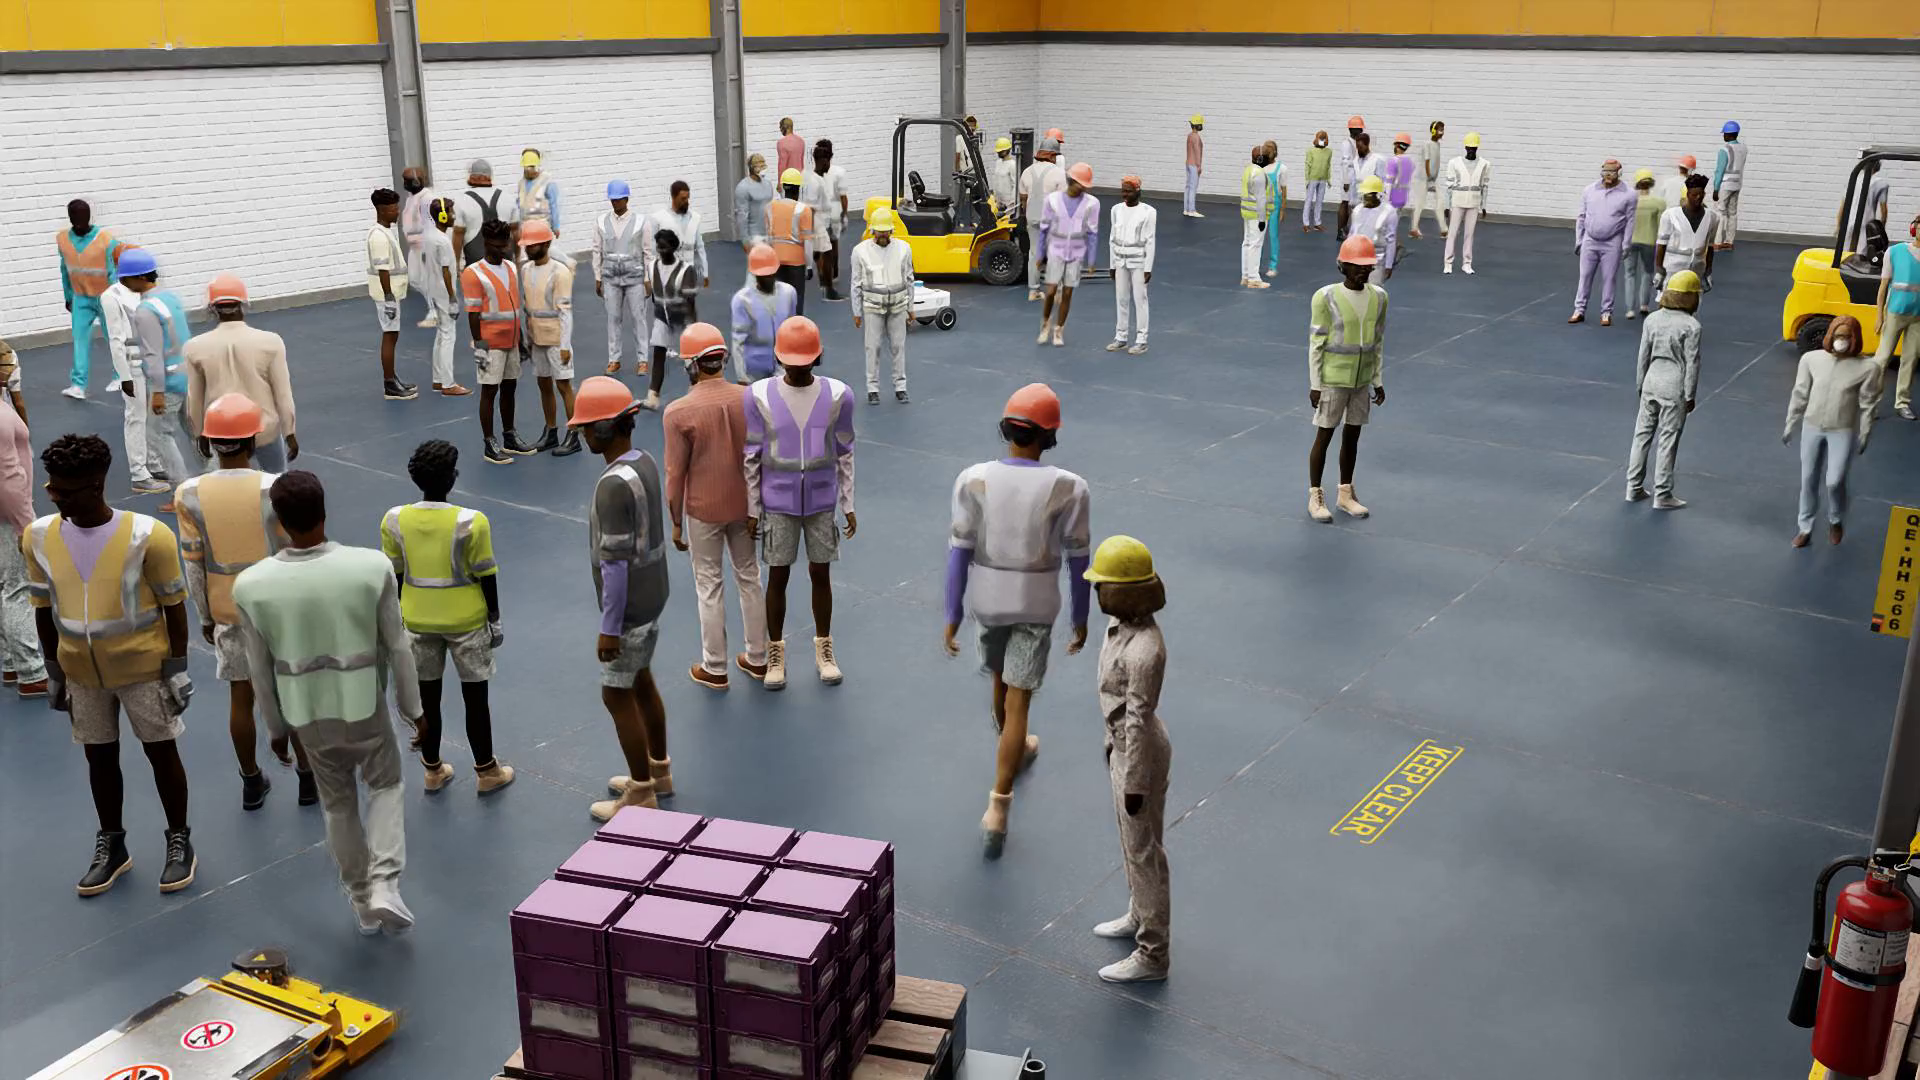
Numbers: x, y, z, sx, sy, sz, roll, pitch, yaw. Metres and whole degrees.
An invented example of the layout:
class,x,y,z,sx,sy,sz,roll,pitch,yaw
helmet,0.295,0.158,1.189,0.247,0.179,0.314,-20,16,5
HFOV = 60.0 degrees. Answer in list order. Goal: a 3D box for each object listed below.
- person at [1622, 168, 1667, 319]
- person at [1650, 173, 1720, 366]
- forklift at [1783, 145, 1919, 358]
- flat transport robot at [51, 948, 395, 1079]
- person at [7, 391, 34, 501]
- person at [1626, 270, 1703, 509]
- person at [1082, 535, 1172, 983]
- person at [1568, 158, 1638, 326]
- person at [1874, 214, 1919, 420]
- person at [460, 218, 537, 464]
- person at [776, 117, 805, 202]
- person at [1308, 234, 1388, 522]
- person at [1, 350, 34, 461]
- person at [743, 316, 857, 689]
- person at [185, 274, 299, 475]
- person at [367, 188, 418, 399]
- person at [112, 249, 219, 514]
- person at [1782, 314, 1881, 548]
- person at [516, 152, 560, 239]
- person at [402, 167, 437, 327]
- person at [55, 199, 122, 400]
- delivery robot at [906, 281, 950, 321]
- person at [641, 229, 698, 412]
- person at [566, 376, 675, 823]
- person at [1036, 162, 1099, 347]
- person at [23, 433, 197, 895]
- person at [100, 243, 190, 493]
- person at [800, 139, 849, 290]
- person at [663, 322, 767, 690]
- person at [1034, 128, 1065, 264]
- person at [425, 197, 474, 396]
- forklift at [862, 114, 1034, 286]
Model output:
class,x,y,z,sx,sy,sz,roll,pitch,yaw
person,8.077,-3.526,19.756,0.545,1.736,0.716,8,19,24
person,7.377,-2.740,16.945,0.600,1.967,0.368,0,18,2
forklift,9.803,-2.879,17.013,2.313,2.155,1.214,12,21,33
flat transport robot,-2.627,1.815,5.439,0.652,0.197,1.431,9,20,26
person,-7.160,-1.025,12.122,0.501,1.631,0.285,1,18,2
person,5.195,-1.105,12.197,0.325,1.740,0.492,-9,20,-27
person,0.623,0.812,6.222,0.361,1.734,0.486,0,18,0
person,7.421,-3.435,19.218,0.636,1.909,0.405,11,21,31
person,8.424,-1.987,14.785,0.563,1.847,0.392,2,18,7
person,-3.709,-1.606,13.413,0.381,1.958,0.602,8,19,23
person,-2.664,-5.630,26.037,0.373,1.937,0.630,10,20,27
person,2.762,-1.145,11.832,0.605,2.045,0.377,-7,19,-20
person,-6.085,-0.589,10.394,0.501,1.865,0.334,-16,24,-41
person,-0.845,-0.192,8.871,0.605,2.033,0.392,-4,18,-11
person,-4.567,-0.729,10.666,0.641,1.957,0.886,-5,18,-14
person,-5.349,-2.312,15.609,0.364,1.962,0.613,-5,18,-16
person,-5.741,-1.143,12.041,0.525,1.919,0.638,-3,18,-8
person,5.825,-0.714,11.176,0.515,1.624,0.344,16,24,41
person,-5.446,-4.009,21.161,0.611,1.808,0.615,11,21,31
person,-6.162,-3.357,19.115,0.436,1.829,0.626,-12,21,-34
person,-8.176,-2.246,15.576,0.665,1.855,0.962,1,18,3
delivery robot,-0.472,-2.715,18.999,0.707,0.478,0.477,-12,21,-33
person,-2.628,-1.979,15.052,0.544,1.645,0.884,6,19,18
person,-1.506,0.273,7.432,0.408,2.026,0.632,1,18,2
person,1.157,-3.055,17.893,0.654,1.988,0.488,0,18,0
person,-3.441,0.510,6.785,0.608,1.963,0.371,-1,18,-3
person,-6.196,-1.296,12.583,0.352,1.879,0.578,1,18,4
person,-1.780,-4.302,21.910,0.630,1.909,0.988,0,18,-1
person,-1.308,-0.179,8.932,0.601,1.977,0.434,-12,21,-32
person,1.313,-4.882,23.711,0.542,1.928,0.374,16,24,40
person,-4.873,-2.295,15.741,0.340,1.860,0.499,-10,20,-29
forklift,-0.171,-4.594,22.377,2.313,2.155,1.214,1,18,3
